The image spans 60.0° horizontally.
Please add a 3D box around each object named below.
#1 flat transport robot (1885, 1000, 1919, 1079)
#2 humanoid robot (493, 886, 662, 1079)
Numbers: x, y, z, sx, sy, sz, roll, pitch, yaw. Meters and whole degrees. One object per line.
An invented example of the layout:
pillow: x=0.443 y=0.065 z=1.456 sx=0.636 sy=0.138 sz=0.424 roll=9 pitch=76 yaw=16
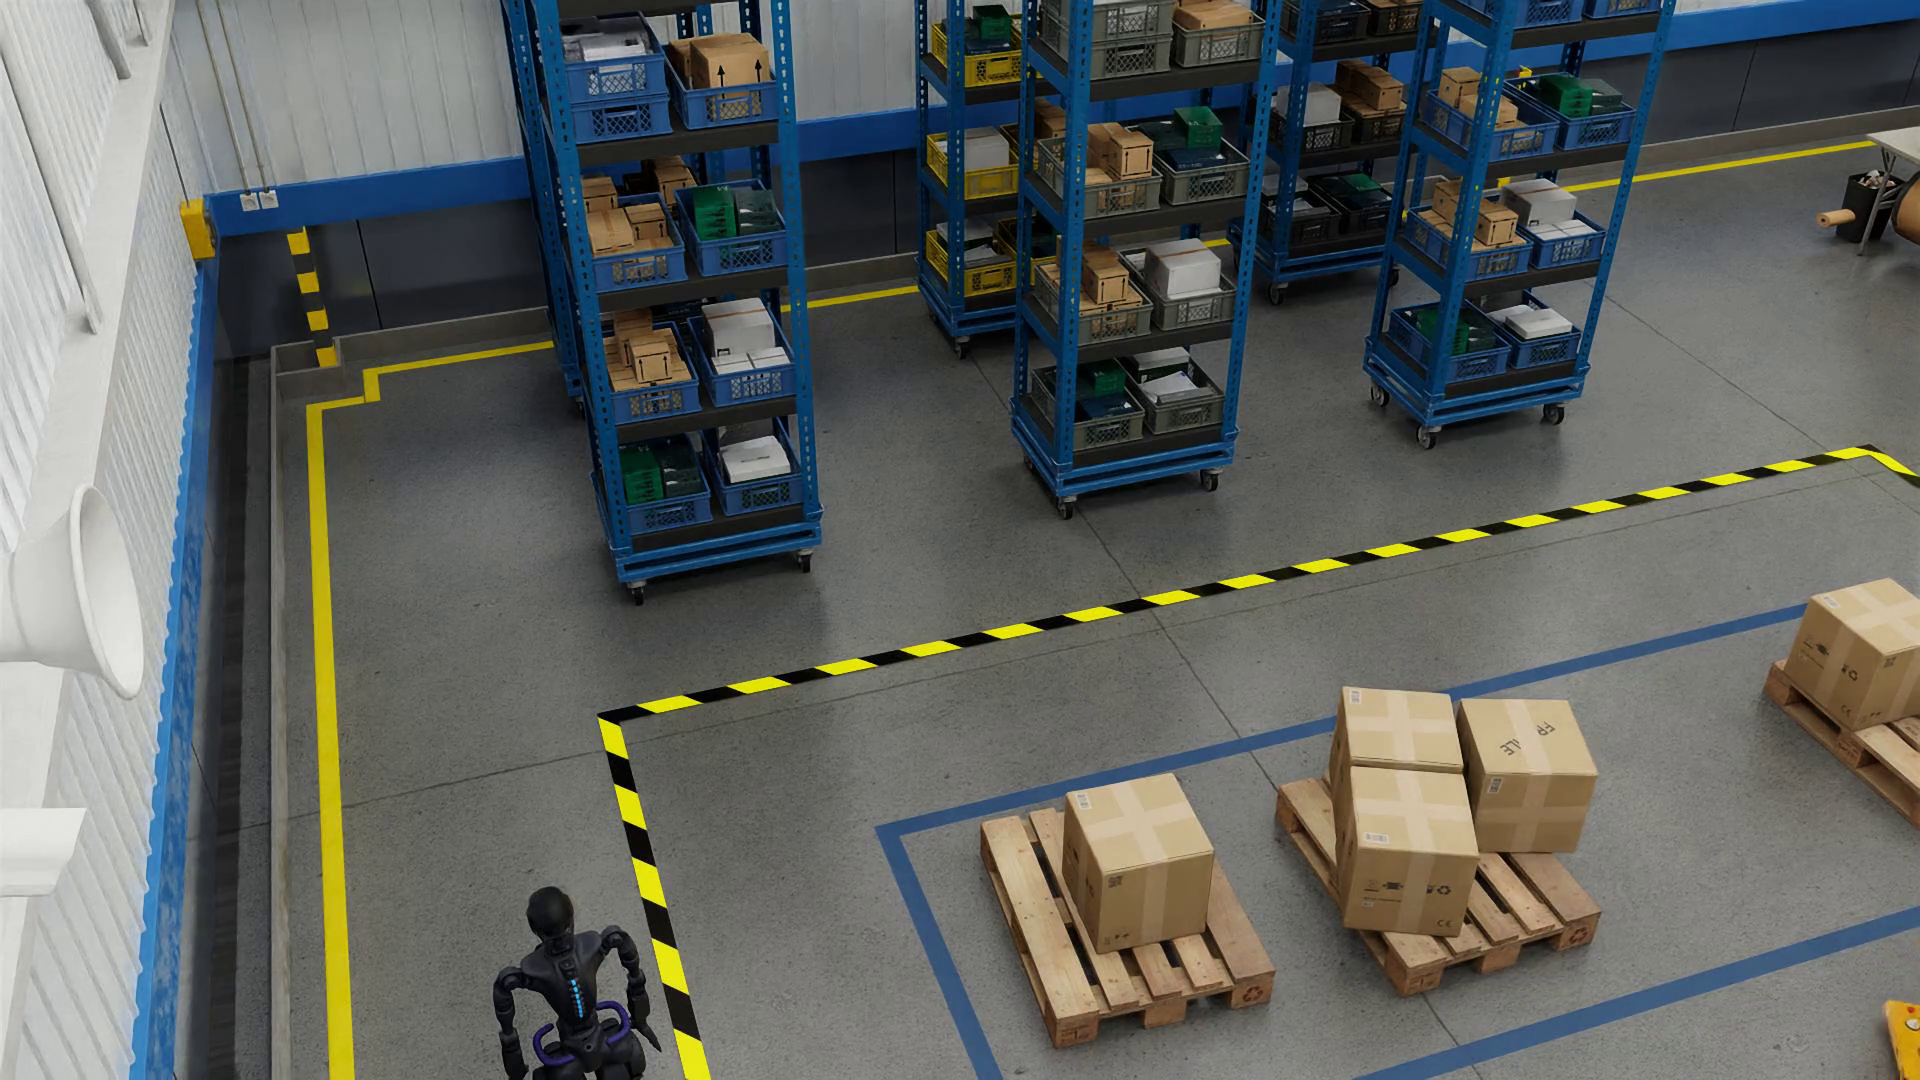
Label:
flat transport robot: x=4.650 y=2.263 z=6.823 sx=1.431 sy=0.197 sz=0.652 roll=9 pitch=36 yaw=12
humanoid robot: x=-1.397 y=1.898 z=6.132 sx=0.599 sy=1.653 sz=0.315 roll=-18 pitch=39 yaw=-24
